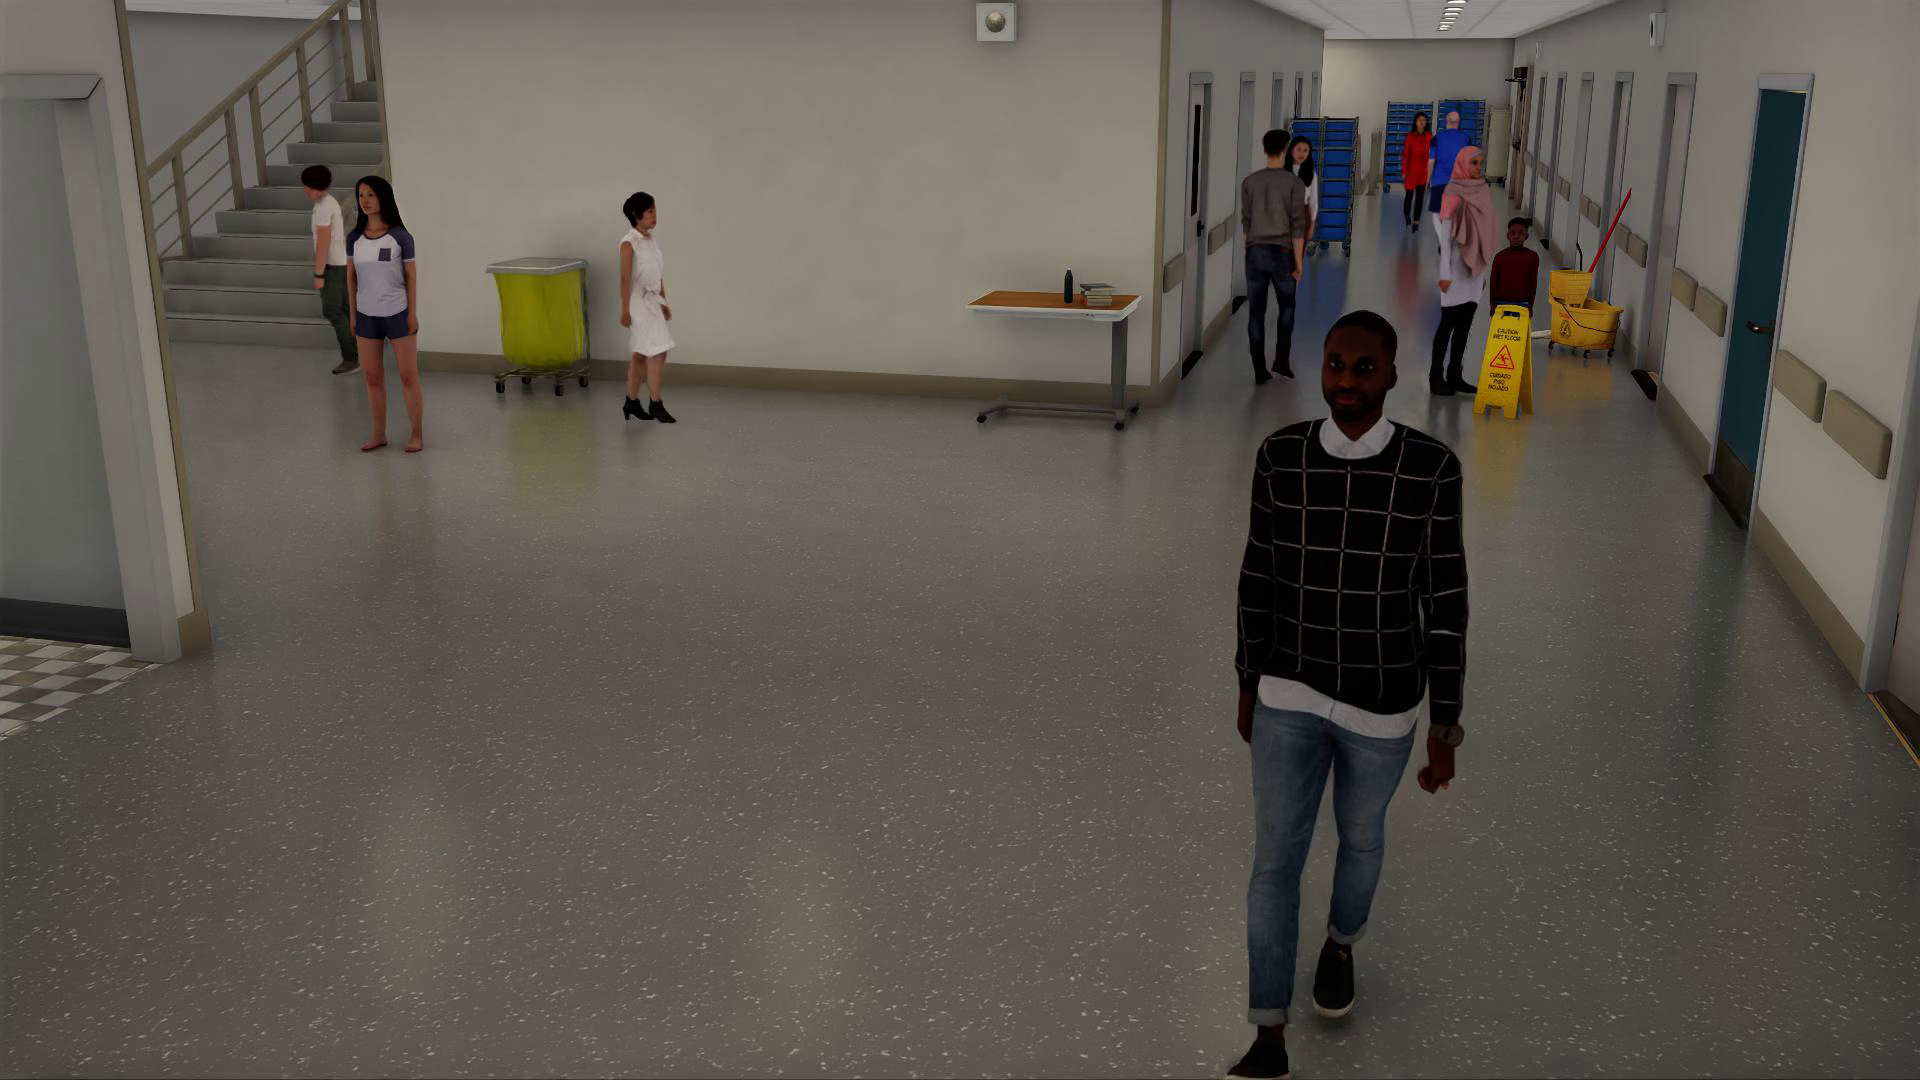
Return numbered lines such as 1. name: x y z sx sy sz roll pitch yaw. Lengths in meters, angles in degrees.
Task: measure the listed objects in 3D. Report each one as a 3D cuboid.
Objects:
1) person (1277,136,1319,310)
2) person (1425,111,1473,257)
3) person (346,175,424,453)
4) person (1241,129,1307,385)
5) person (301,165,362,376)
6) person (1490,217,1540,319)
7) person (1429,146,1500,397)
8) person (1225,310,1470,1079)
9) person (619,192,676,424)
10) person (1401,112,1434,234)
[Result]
1. person: 3.093 -2.877 15.539 0.643 1.735 0.718 3 16 10
2. person: 6.206 -4.510 21.190 0.820 1.812 1.137 1 16 3
3. person: -3.589 -1.412 10.395 0.632 1.706 0.579 1 16 5
4. person: 2.307 -2.111 12.532 0.693 1.893 0.650 7 17 23
5. person: -4.912 -2.135 13.104 0.850 1.628 0.663 0 16 1
6. person: 4.237 -1.840 12.749 0.492 1.254 0.483 5 16 16
7. person: 3.672 -1.965 12.178 0.727 1.803 0.796 -10 19 -32
8. person: 0.936 0.350 4.006 0.753 1.782 1.122 6 17 19
9. person: -2.209 -1.550 11.194 0.624 1.539 0.595 3 16 11
10. person: 6.689 -5.368 24.420 0.747 1.710 1.126 1 16 5
